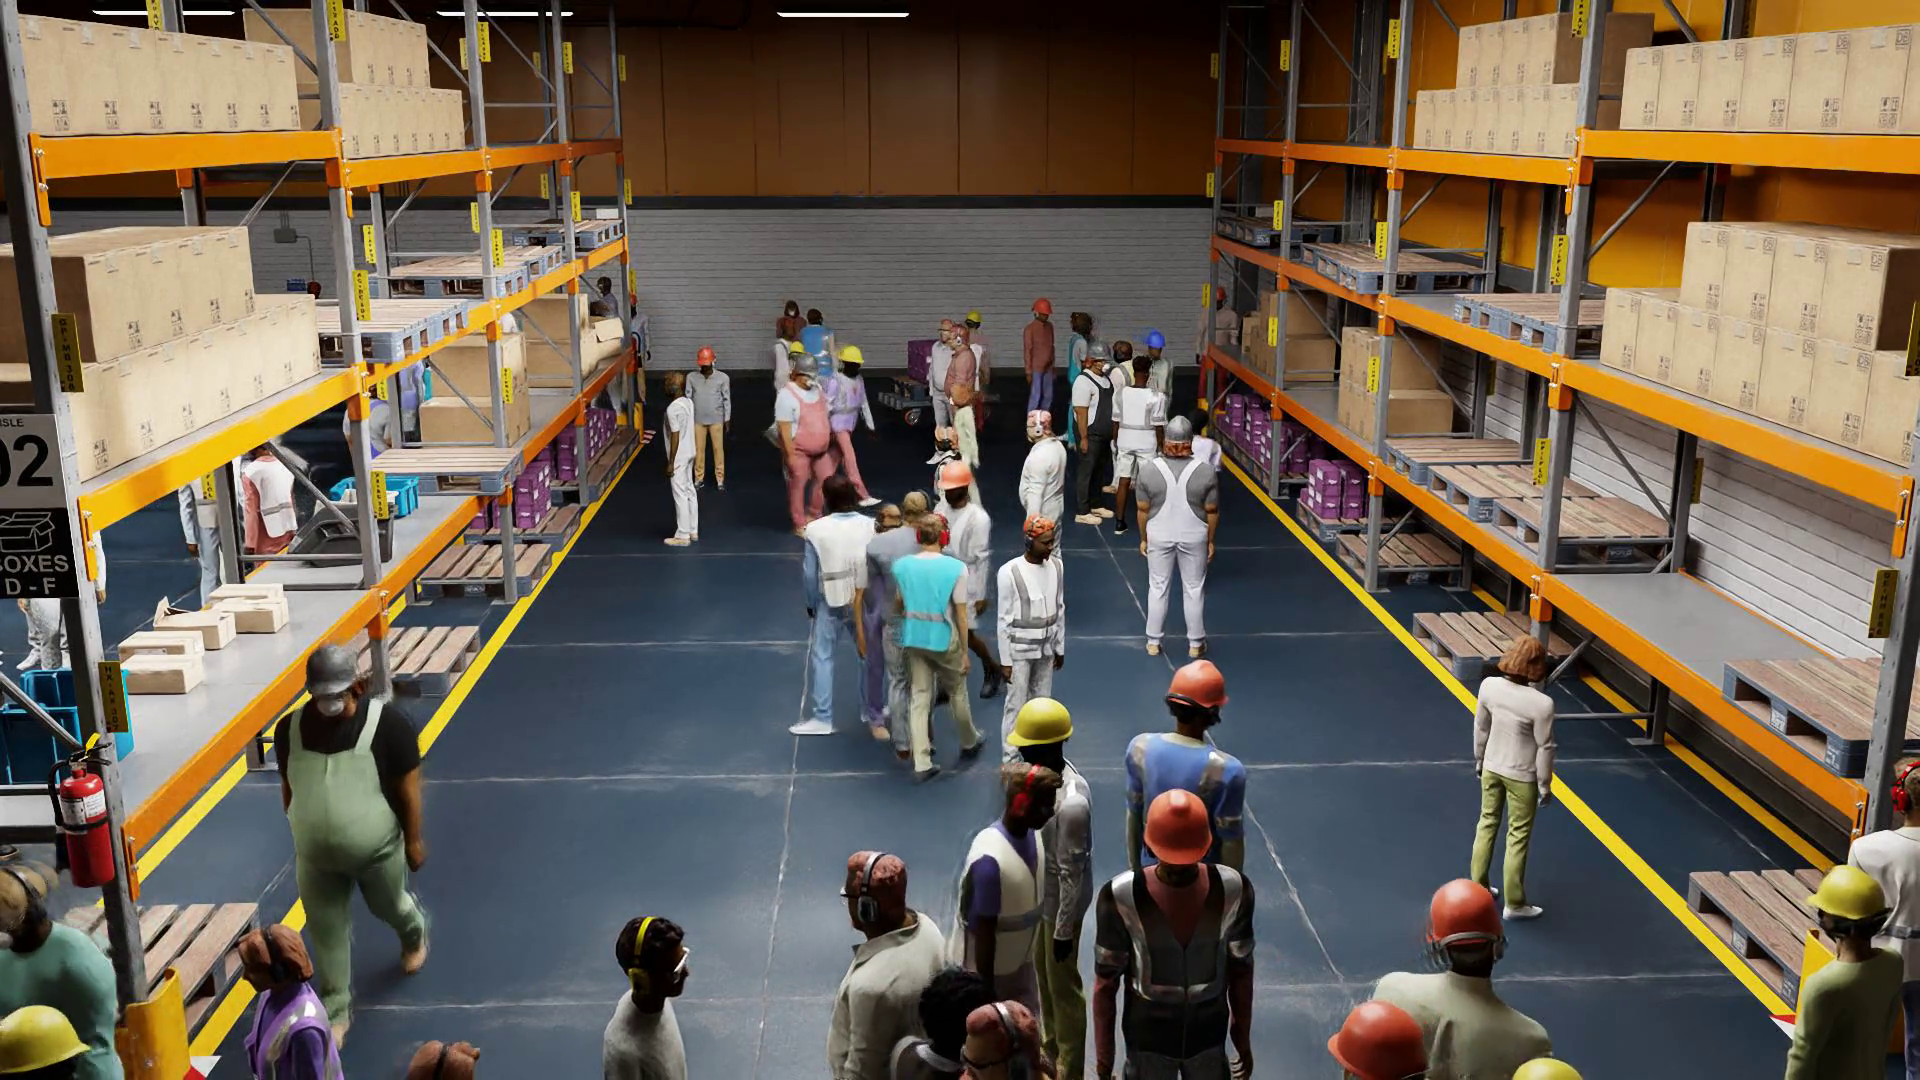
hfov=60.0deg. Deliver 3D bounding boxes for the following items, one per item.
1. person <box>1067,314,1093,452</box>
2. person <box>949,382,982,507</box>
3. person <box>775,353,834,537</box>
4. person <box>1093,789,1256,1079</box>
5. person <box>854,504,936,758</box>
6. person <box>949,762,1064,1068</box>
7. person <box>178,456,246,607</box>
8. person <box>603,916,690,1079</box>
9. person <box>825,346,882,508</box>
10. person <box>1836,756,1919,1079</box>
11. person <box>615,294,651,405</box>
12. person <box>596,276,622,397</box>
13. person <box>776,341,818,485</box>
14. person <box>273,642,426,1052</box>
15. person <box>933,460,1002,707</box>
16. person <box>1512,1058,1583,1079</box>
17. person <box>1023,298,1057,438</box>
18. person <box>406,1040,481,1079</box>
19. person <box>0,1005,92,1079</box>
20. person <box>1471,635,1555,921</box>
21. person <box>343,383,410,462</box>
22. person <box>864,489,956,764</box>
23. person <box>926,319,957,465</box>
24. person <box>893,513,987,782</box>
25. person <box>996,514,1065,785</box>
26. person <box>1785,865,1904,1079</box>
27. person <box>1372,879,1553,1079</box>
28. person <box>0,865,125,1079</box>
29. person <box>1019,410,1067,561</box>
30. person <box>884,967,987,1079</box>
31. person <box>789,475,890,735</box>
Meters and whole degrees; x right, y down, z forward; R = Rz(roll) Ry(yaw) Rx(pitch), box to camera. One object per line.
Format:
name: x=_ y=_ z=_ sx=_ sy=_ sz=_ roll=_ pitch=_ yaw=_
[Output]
person: x=1.628 y=-2.118 z=22.423 sx=0.350 sy=1.847 sz=0.506 roll=-3 pitch=15 yaw=-13
person: x=-0.023 y=-0.918 z=18.191 sx=0.624 sy=1.610 sz=0.509 roll=-2 pitch=14 yaw=-7
person: x=-1.641 y=-1.010 z=17.685 sx=0.540 sy=2.000 sz=0.725 roll=11 pitch=18 yaw=36
person: x=0.816 y=1.890 z=6.328 sx=0.614 sy=2.030 sz=0.405 roll=-1 pitch=14 yaw=-5
person: x=-0.471 y=0.644 z=11.659 sx=0.542 sy=1.796 sz=0.948 roll=-6 pitch=15 yaw=-22
person: x=0.108 y=1.802 z=7.117 sx=0.765 sy=1.801 sz=0.633 roll=7 pitch=16 yaw=27
person: x=-6.438 y=-0.098 z=14.382 sx=0.404 sy=1.906 sz=0.598 roll=9 pitch=17 yaw=32
person: x=-1.035 y=2.138 z=5.669 sx=0.329 sy=1.871 sz=0.513 roll=0 pitch=14 yaw=2
person: x=-1.320 y=-1.327 z=19.284 sx=1.007 sy=1.865 sz=0.613 roll=8 pitch=16 yaw=28
person: x=3.972 y=1.815 z=7.006 sx=0.560 sy=1.836 sz=0.397 roll=1 pitch=14 yaw=6
person: x=-5.115 y=-2.989 z=26.022 sx=0.562 sy=1.752 sz=0.327 roll=-3 pitch=15 yaw=-12
person: x=-5.653 y=-3.271 z=26.761 sx=0.371 sy=1.941 sz=0.627 roll=-5 pitch=15 yaw=-17
person: x=-1.987 y=-1.549 z=20.371 sx=0.523 sy=1.759 sz=0.351 roll=1 pitch=14 yaw=4
person: x=-2.991 y=1.395 z=8.243 sx=0.687 sy=2.000 sz=0.922 roll=-1 pitch=14 yaw=-3
person: x=0.000 y=0.322 z=12.689 sx=0.558 sy=1.930 sz=0.596 roll=14 pitch=20 yaw=43
person: x=1.625 y=2.345 z=4.769 sx=0.582 sy=1.918 sz=0.386 roll=5 pitch=15 yaw=17
person: x=1.127 y=-2.390 z=23.240 sx=0.409 sy=1.978 sz=0.632 roll=11 pitch=18 yaw=38
person: x=-1.718 y=2.345 z=5.411 sx=0.845 sy=1.598 sz=0.531 roll=1 pitch=14 yaw=5
person: x=-2.674 y=2.317 z=4.914 sx=0.565 sy=1.892 sz=0.683 roll=-7 pitch=16 yaw=-25
person: x=3.104 y=1.322 z=9.342 sx=0.267 sy=1.632 sz=0.507 roll=-9 pitch=17 yaw=-32
person: x=-5.753 y=-0.736 z=16.608 sx=0.681 sy=2.000 sz=0.536 roll=8 pitch=16 yaw=29
person: x=-0.353 y=0.574 z=11.717 sx=0.657 sy=1.909 sz=0.761 roll=0 pitch=14 yaw=1
person: x=-0.161 y=-1.886 z=21.389 sx=0.636 sy=1.911 sz=0.405 roll=11 pitch=18 yaw=36
person: x=-0.127 y=0.700 z=11.442 sx=0.587 sy=1.796 sz=0.918 roll=6 pitch=16 yaw=23
person: x=0.483 y=0.743 z=11.133 sx=0.581 sy=1.879 sz=0.355 roll=-12 pitch=19 yaw=-40
person: x=3.253 y=2.054 z=6.220 sx=0.527 sy=1.762 sz=0.339 roll=-8 pitch=16 yaw=-27
person: x=1.674 y=2.107 z=5.590 sx=0.756 sy=1.962 sz=0.553 roll=12 pitch=19 yaw=39
person: x=-3.295 y=2.043 z=6.040 sx=0.643 sy=1.876 sz=1.037 roll=5 pitch=15 yaw=20
person: x=0.722 y=-0.226 z=14.904 sx=0.397 sy=1.898 sz=0.642 roll=5 pitch=15 yaw=20
person: x=-0.060 y=2.243 z=5.626 sx=0.343 sy=1.687 sz=0.560 roll=-12 pitch=19 yaw=-39
person: x=-0.860 y=0.472 z=12.195 sx=0.903 sy=1.888 sz=0.452 roll=-7 pitch=16 yaw=-24
